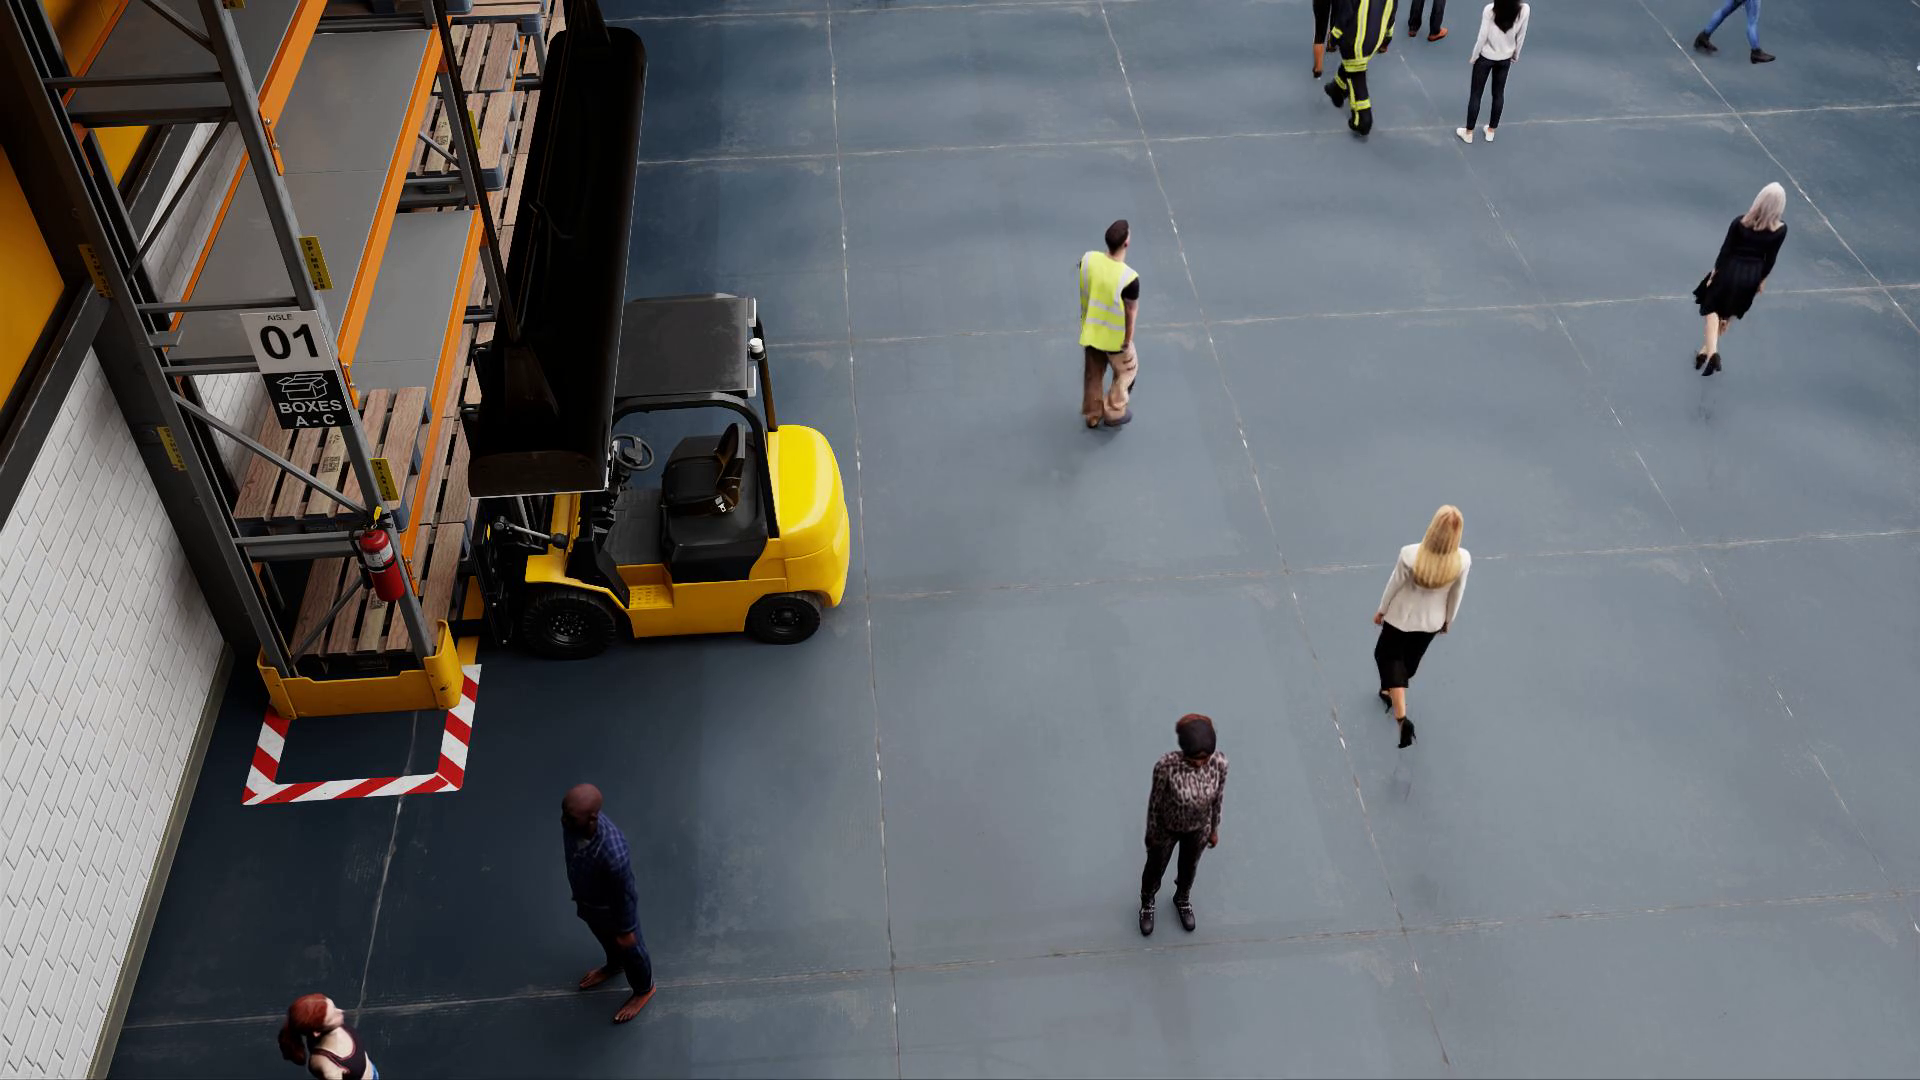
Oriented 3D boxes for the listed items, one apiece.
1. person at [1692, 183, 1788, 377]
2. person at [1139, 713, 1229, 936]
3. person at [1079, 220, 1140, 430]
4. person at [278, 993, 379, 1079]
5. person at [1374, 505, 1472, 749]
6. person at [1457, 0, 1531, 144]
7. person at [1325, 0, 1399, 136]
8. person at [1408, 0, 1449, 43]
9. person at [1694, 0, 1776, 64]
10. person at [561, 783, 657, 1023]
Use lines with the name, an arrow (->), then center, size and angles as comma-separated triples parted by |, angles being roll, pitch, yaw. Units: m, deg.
person -> 6.032, -1.961, 12.929 | 0.777, 1.730, 0.937 | 10, 44, 10
person -> 1.228, 1.578, 9.223 | 0.567, 1.717, 0.538 | -3, 44, -3
person -> 1.066, -1.544, 12.418 | 0.857, 1.830, 0.907 | 25, 49, 24
person -> -2.882, 2.702, 7.995 | 0.702, 1.783, 0.617 | -16, 46, -16
person -> 2.798, 0.561, 10.200 | 0.651, 1.842, 0.962 | -1, 44, -1
person -> 5.038, -4.555, 15.672 | 0.620, 1.701, 0.548 | -5, 44, -5
person -> 3.858, -4.739, 15.807 | 0.963, 1.783, 1.271 | -15, 46, -15
person -> 4.945, -6.060, 17.188 | 0.734, 1.790, 0.774 | 25, 49, 24
person -> 7.945, -5.654, 16.914 | 1.056, 1.579, 1.068 | 23, 48, 22
person -> -1.885, 1.885, 8.827 | 0.751, 1.819, 0.823 | 34, 53, 30
